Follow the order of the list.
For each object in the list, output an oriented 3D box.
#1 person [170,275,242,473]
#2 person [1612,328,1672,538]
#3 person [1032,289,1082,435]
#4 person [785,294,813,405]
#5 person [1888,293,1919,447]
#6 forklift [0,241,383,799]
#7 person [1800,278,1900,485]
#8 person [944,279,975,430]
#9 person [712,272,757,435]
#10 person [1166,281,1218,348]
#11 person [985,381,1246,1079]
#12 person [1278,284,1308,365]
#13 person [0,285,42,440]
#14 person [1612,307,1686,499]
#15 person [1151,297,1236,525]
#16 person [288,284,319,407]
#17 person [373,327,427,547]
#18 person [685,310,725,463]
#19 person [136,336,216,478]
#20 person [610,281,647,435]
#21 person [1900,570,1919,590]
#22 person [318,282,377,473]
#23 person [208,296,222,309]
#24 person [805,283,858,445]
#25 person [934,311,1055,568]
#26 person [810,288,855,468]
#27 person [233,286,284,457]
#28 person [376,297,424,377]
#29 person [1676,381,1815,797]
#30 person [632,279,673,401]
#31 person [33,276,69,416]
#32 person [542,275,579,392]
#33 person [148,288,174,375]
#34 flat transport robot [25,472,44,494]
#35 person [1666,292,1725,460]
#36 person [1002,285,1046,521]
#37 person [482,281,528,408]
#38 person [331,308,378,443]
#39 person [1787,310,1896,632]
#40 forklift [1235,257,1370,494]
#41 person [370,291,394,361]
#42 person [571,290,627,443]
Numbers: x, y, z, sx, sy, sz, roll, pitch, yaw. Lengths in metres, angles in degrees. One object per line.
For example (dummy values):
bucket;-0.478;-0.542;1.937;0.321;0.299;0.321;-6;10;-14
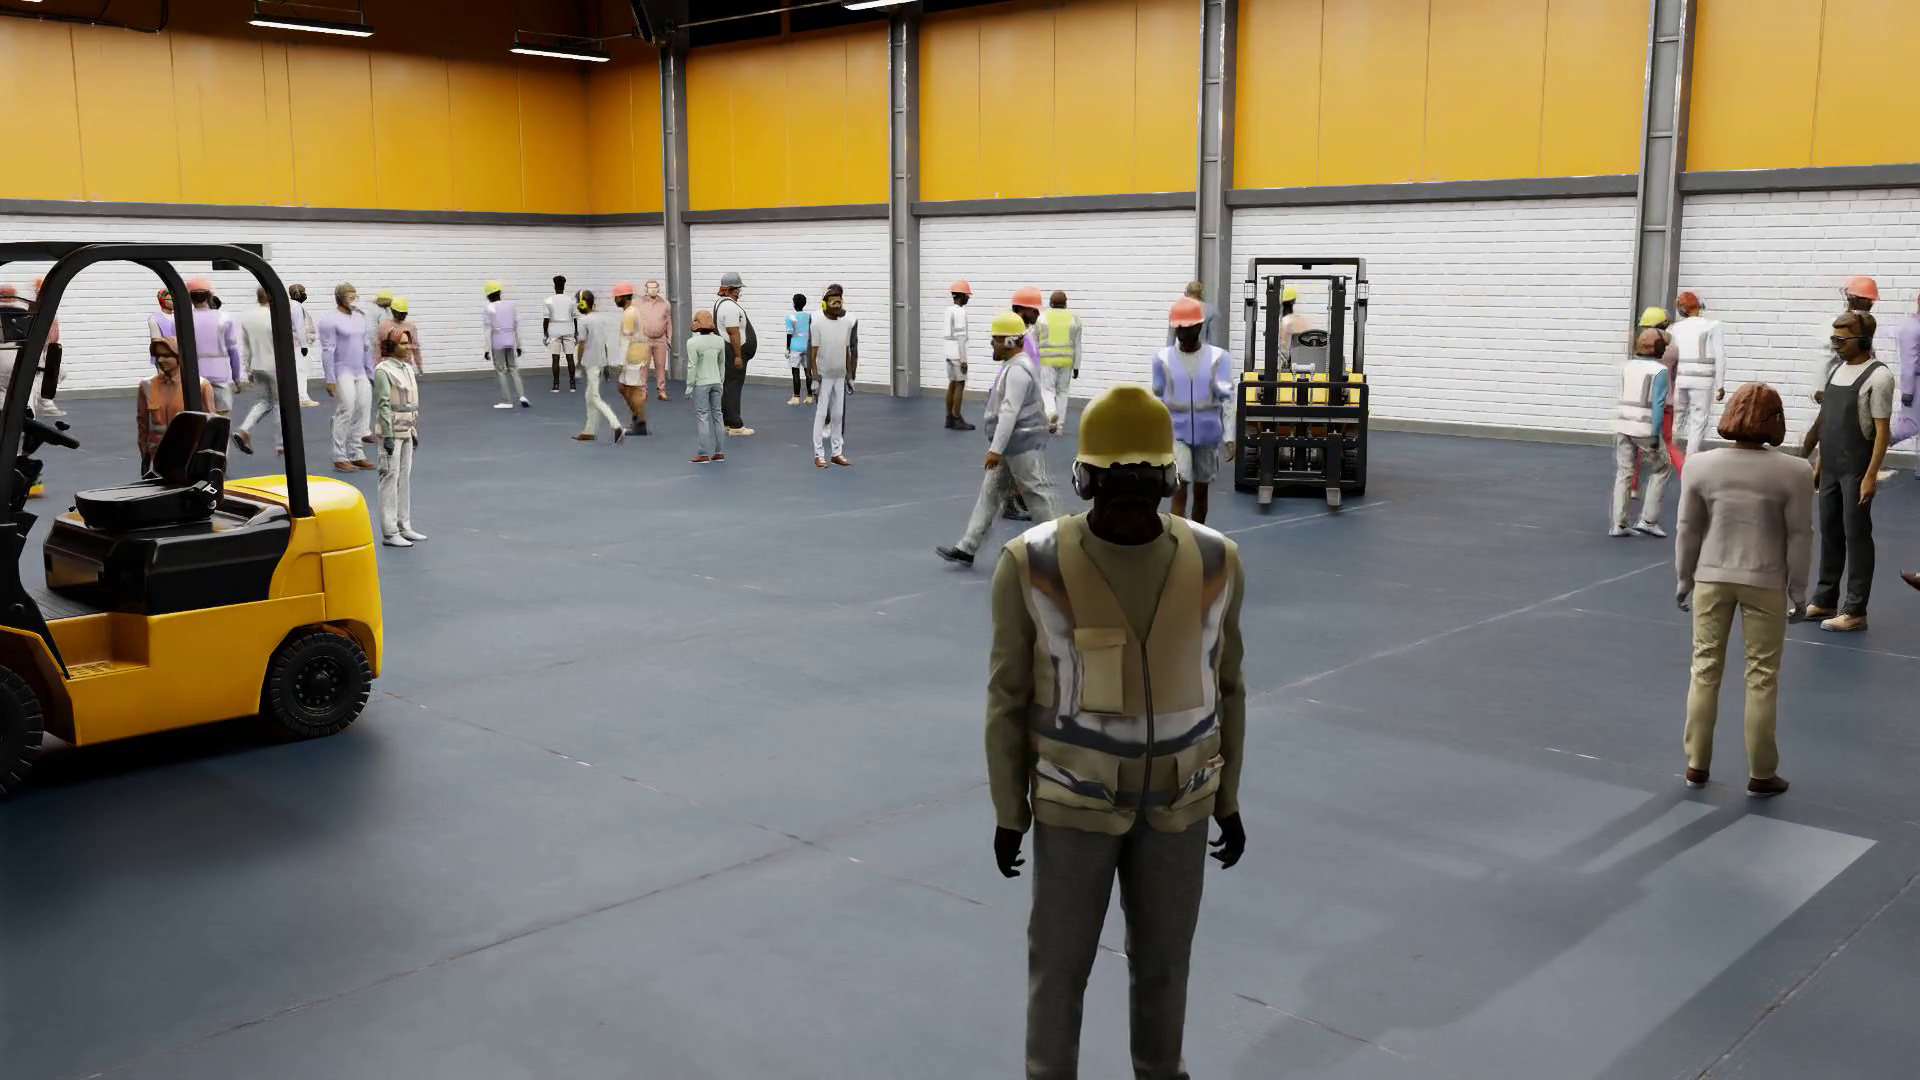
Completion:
person;-7.566;-1.651;16.717;0.618;2.021;0.850;-4;10;-21
person;5.276;-0.815;12.810;0.503;1.619;0.514;-3;10;-20
person;1.199;-2.186;20.584;0.627;1.822;0.688;-1;9;-6
person;-2.434;-2.893;25.306;0.539;1.696;0.317;-8;12;-40
person;9.329;-1.509;16.251;0.654;1.882;0.761;-8;12;-39
forklift;-3.706;-0.171;7.093;1.214;2.155;2.313;9;13;43
person;8.536;-1.506;15.917;0.643;1.971;1.068;-8;12;-39
person;-0.009;-2.384;21.452;0.376;1.934;0.553;-3;10;-18
person;-2.810;-2.334;20.825;0.538;2.000;0.682;-4;10;-24
person;2.995;-2.378;21.492;0.661;1.917;0.432;1;9;4
person;0.356;0.565;3.683;0.600;1.831;0.404;-2;9;-10
person;3.567;-1.823;18.137;0.581;1.928;0.608;9;13;42
person;-11.507;-2.146;20.176;0.671;1.871;0.847;-8;12;-40
person;6.211;-1.196;14.768;0.529;1.741;0.759;-3;10;-19
person;1.568;-0.691;11.251;0.563;1.874;1.020;1;9;6
person;-9.952;-2.936;25.115;0.429;1.846;0.621;-6;11;-31
person;-4.225;-0.777;12.501;0.314;1.641;0.515;1;9;5
person;-2.723;-1.638;17.797;0.280;1.634;0.498;8;12;41
person;-5.107;-0.513;10.885;0.523;1.638;0.310;0;9;2
person;-4.111;-2.248;20.650;0.460;1.916;0.567;-1;9;-8
person;6.452;-0.493;10.179;1.086;1.832;0.681;6;11;33
person;-6.256;-1.664;17.038;0.385;1.937;0.644;3;10;17
person;-11.620;-3.002;26.053;0.529;1.667;0.791;1;9;5
person;-1.522;-2.104;19.831;0.636;1.901;0.716;0;9;2
person;0.314;-0.661;11.350;0.921;1.784;0.602;-1;9;-4
person;-1.330;-1.695;17.426;0.514;1.872;0.332;-7;12;-37
person;-7.574;-1.839;18.150;0.637;1.922;0.630;4;10;26
person;-7.002;-2.173;20.838;0.754;1.708;0.579;8;12;42
person;3.085;0.193;6.572;0.498;1.634;0.284;8;12;40
person;-4.819;-3.131;26.109;0.639;1.912;0.407;-4;10;-23
person;-12.836;-2.717;23.383;0.460;1.976;0.624;-1;9;-5
person;-6.706;-3.462;27.965;0.614;1.964;0.361;-4;10;-21
person;-9.417;-2.073;19.819;0.390;1.846;0.565;1;9;4
flat transport robot;-8.981;-0.574;15.441;0.652;0.197;1.431;-7;11;-36
person;7.148;-1.496;16.307;0.388;1.858;0.646;-7;11;-35
person;0.532;-1.135;13.793;0.359;1.936;0.544;4;10;22
person;-6.768;-2.882;24.636;0.514;1.898;0.652;7;11;35
person;-7.223;-1.957;19.823;0.548;1.613;0.502;5;11;29
person;5.085;-0.394;9.544;0.345;1.840;0.504;-1;9;-9
forklift;3.309;-1.629;16.029;1.214;2.155;2.313;2;9;11
person;-10.108;-3.490;28.985;0.927;1.688;0.519;0;9;0
person;-4.317;-2.060;19.810;0.800;1.838;0.577;3;10;19
